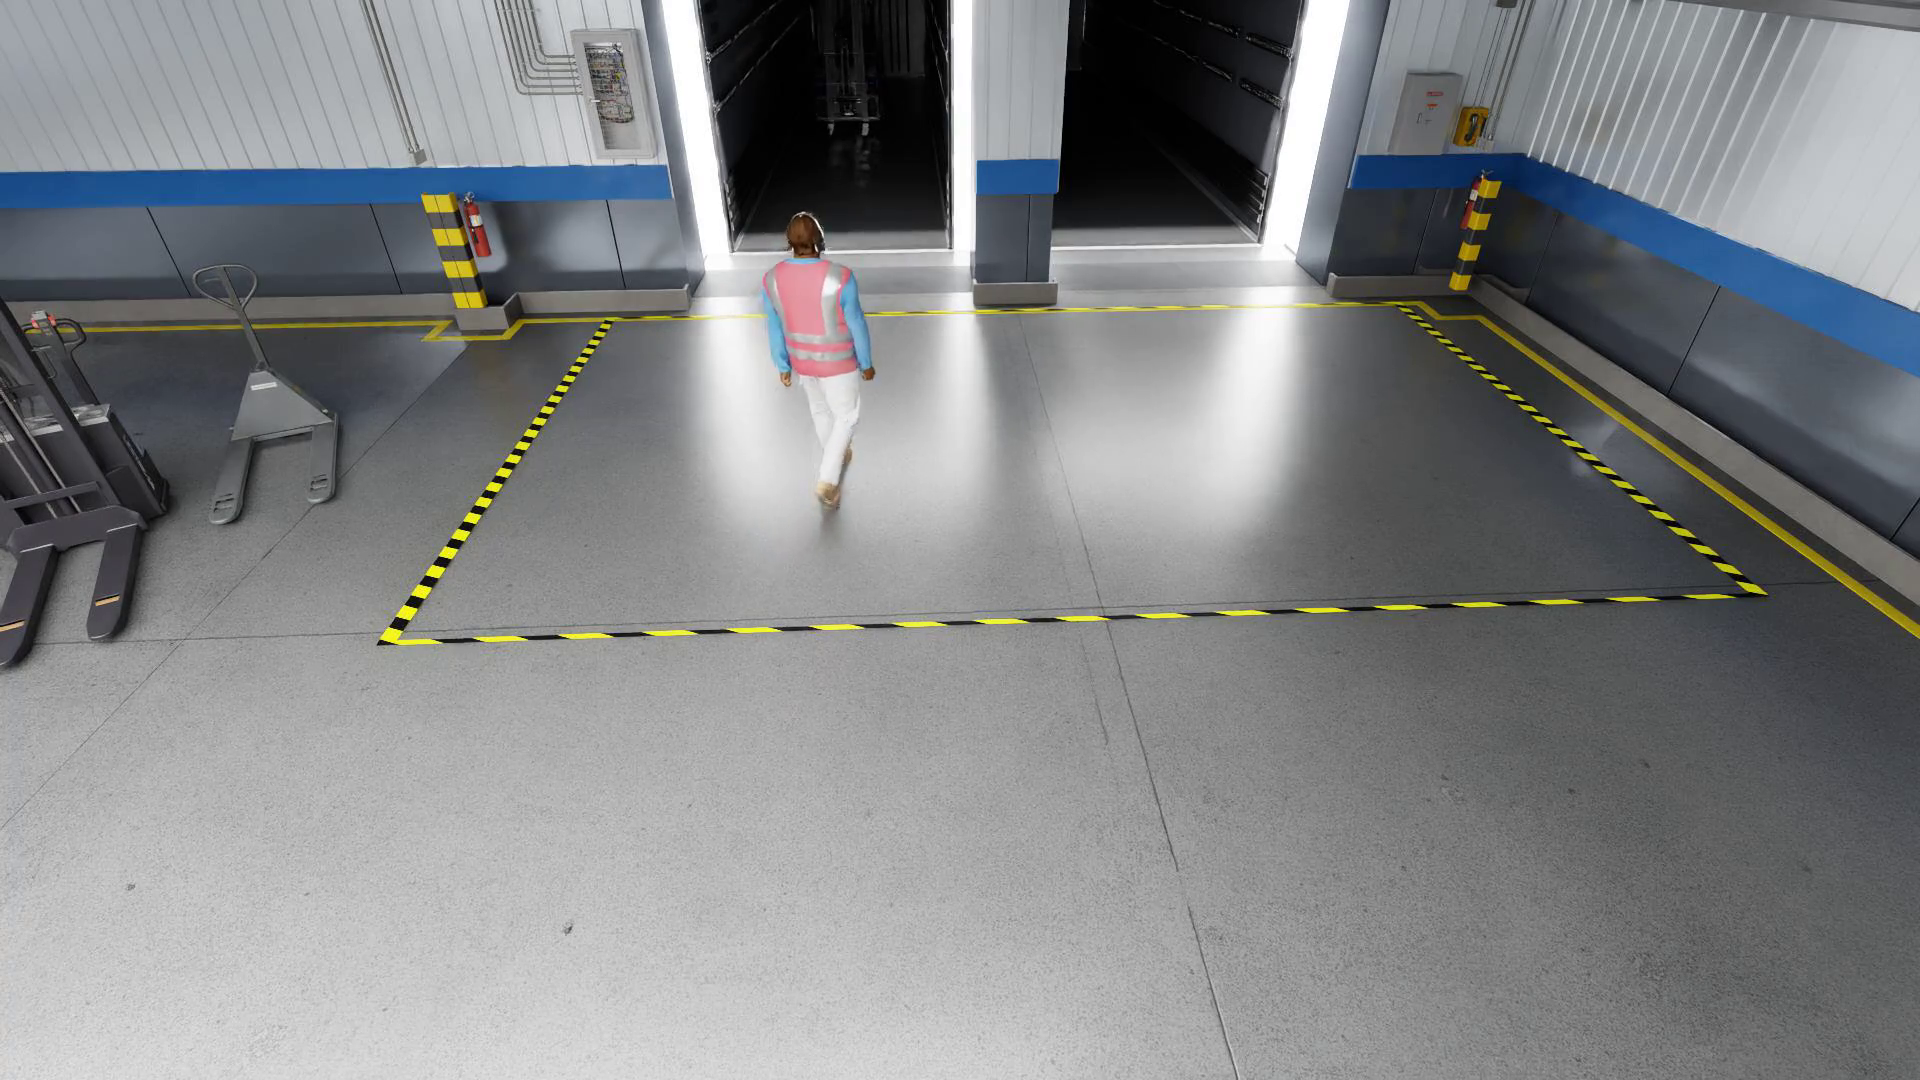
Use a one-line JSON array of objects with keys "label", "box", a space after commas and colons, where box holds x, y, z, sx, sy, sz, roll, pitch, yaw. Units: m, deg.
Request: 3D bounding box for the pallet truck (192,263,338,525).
[{"label": "pallet truck", "box": [-4.778, -1.027, 6.128, 0.680, 1.201, 1.601, -17, 38, -23]}]

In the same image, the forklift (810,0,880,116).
[{"label": "forklift", "box": [-2.027, -8.792, 16.311, 1.157, 2.036, 2.680, -2, 35, -4]}]

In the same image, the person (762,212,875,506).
[{"label": "person", "box": [-0.866, -1.110, 5.744, 0.628, 1.812, 0.855, 14, 37, 19]}]

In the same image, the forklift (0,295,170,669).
[{"label": "forklift", "box": [-5.212, -0.618, 4.878, 0.823, 1.965, 1.885, -20, 39, -26]}]
